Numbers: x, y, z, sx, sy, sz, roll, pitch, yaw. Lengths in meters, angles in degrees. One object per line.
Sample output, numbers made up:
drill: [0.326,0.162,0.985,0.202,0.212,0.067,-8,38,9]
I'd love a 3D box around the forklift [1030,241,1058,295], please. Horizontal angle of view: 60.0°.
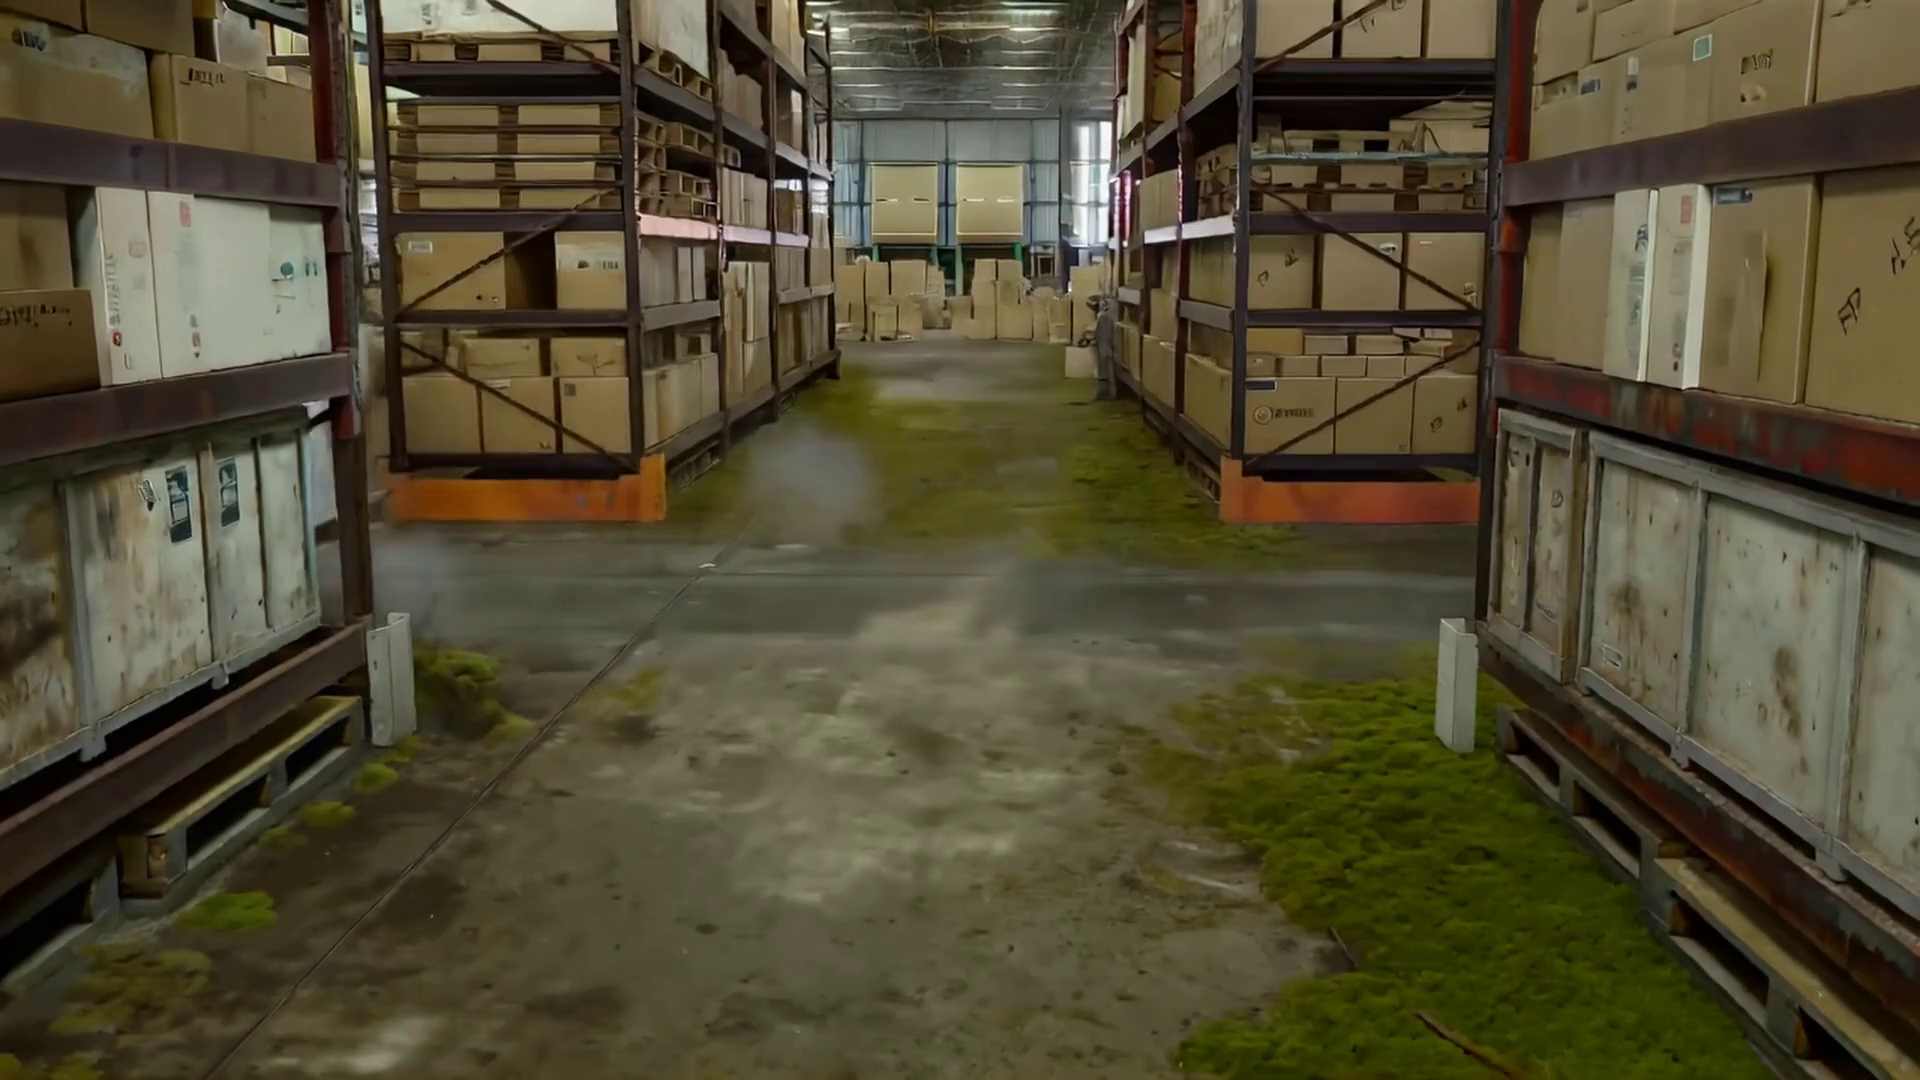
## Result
forklift: [3.221,-10.070,63.882,1.129,2.768,1.873,0,9,1]

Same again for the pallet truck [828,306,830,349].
pallet truck: [-3.100,-3.940,29.800,1.885,1.965,0.823,3,10,19]

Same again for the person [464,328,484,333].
person: [-9.890,-4.380,33.604,0.840,1.591,0.545,4,10,25]
